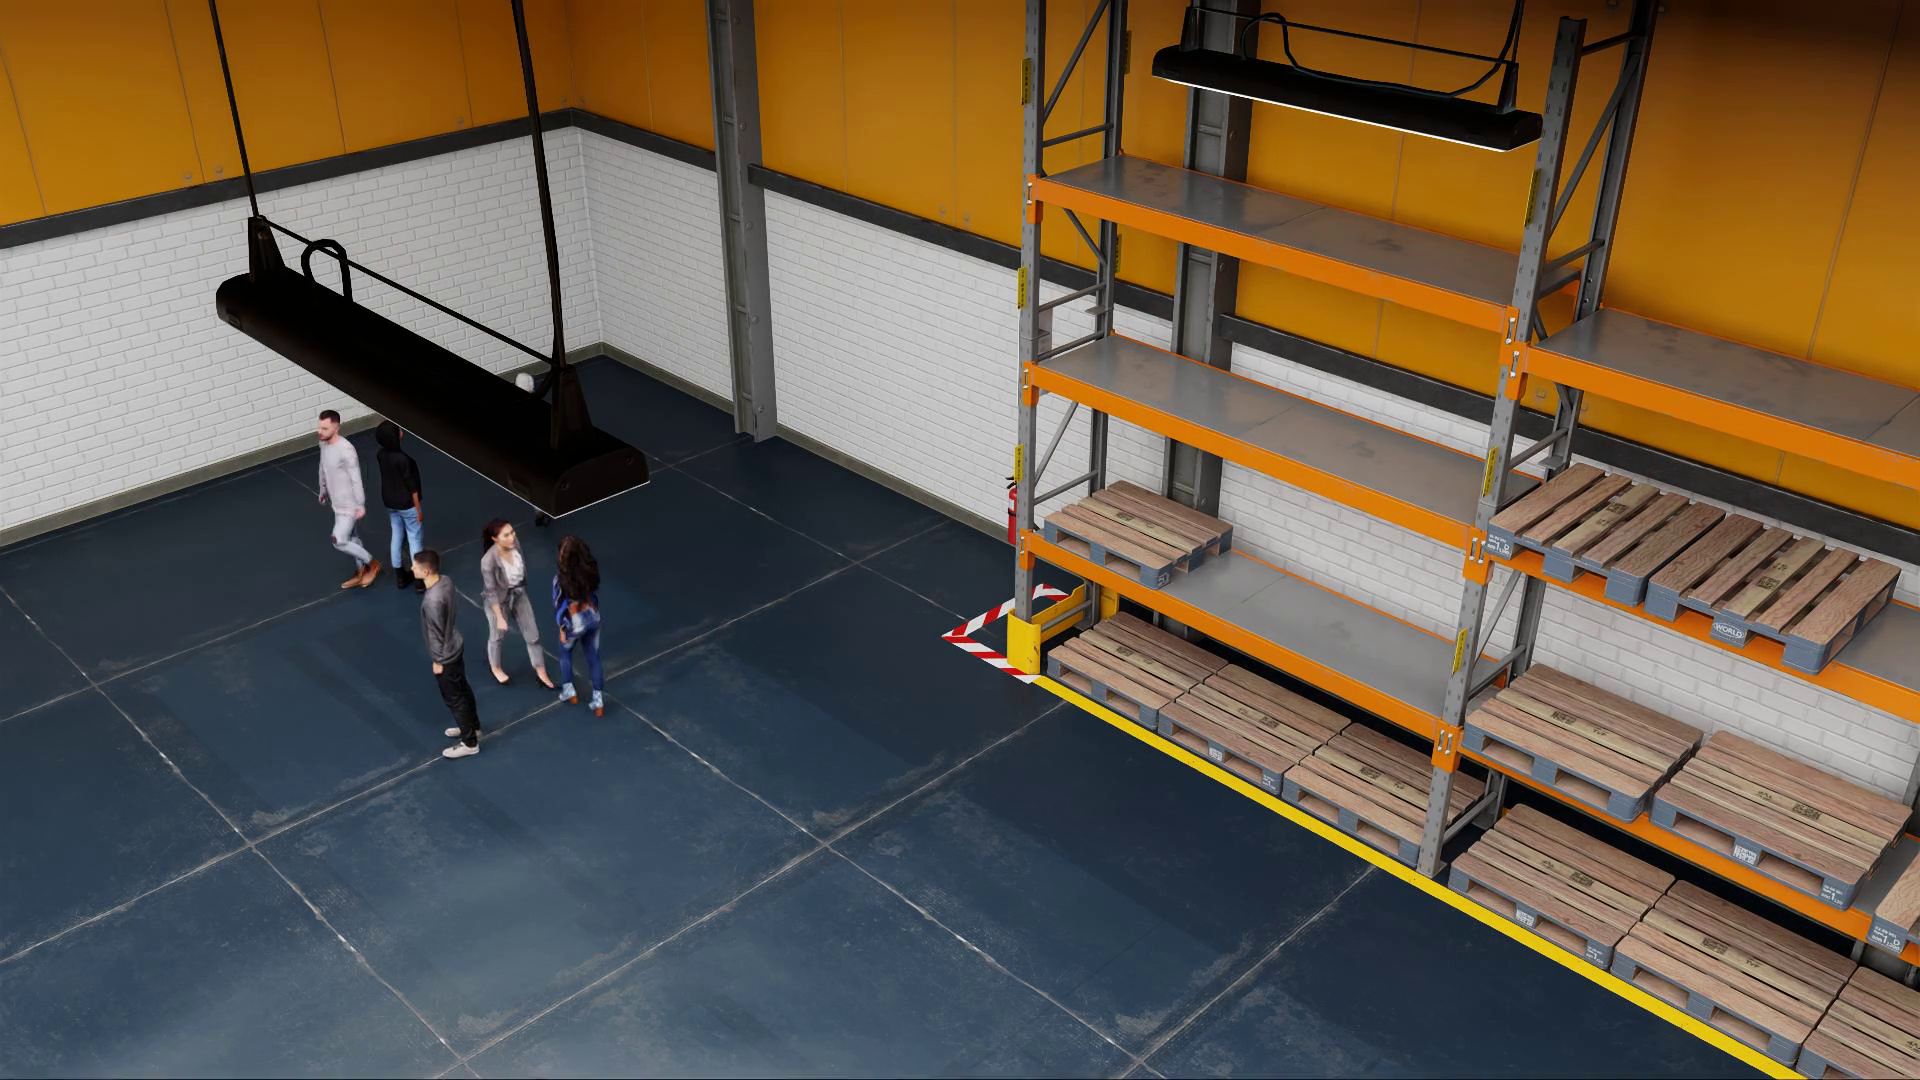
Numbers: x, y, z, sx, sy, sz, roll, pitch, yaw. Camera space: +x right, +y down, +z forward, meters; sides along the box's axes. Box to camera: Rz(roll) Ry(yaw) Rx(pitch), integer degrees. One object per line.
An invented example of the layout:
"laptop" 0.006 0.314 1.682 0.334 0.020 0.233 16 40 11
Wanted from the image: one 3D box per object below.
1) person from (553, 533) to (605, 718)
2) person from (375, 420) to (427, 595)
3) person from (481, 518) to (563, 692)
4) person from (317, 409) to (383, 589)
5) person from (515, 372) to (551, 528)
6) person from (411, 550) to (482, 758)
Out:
"person" -3.017 0.711 13.414 0.621 1.606 0.703 -25 37 -37
"person" -5.087 -0.301 15.178 0.546 1.694 0.658 16 32 27
"person" -3.798 0.525 13.727 1.015 1.633 0.791 14 32 25
"person" -5.541 -0.387 15.200 0.805 1.823 0.618 -21 35 -33
"person" -4.143 -0.843 16.231 0.757 1.638 0.877 -10 30 -18
"person" -3.997 0.864 12.975 0.753 1.758 0.663 -4 29 -7
